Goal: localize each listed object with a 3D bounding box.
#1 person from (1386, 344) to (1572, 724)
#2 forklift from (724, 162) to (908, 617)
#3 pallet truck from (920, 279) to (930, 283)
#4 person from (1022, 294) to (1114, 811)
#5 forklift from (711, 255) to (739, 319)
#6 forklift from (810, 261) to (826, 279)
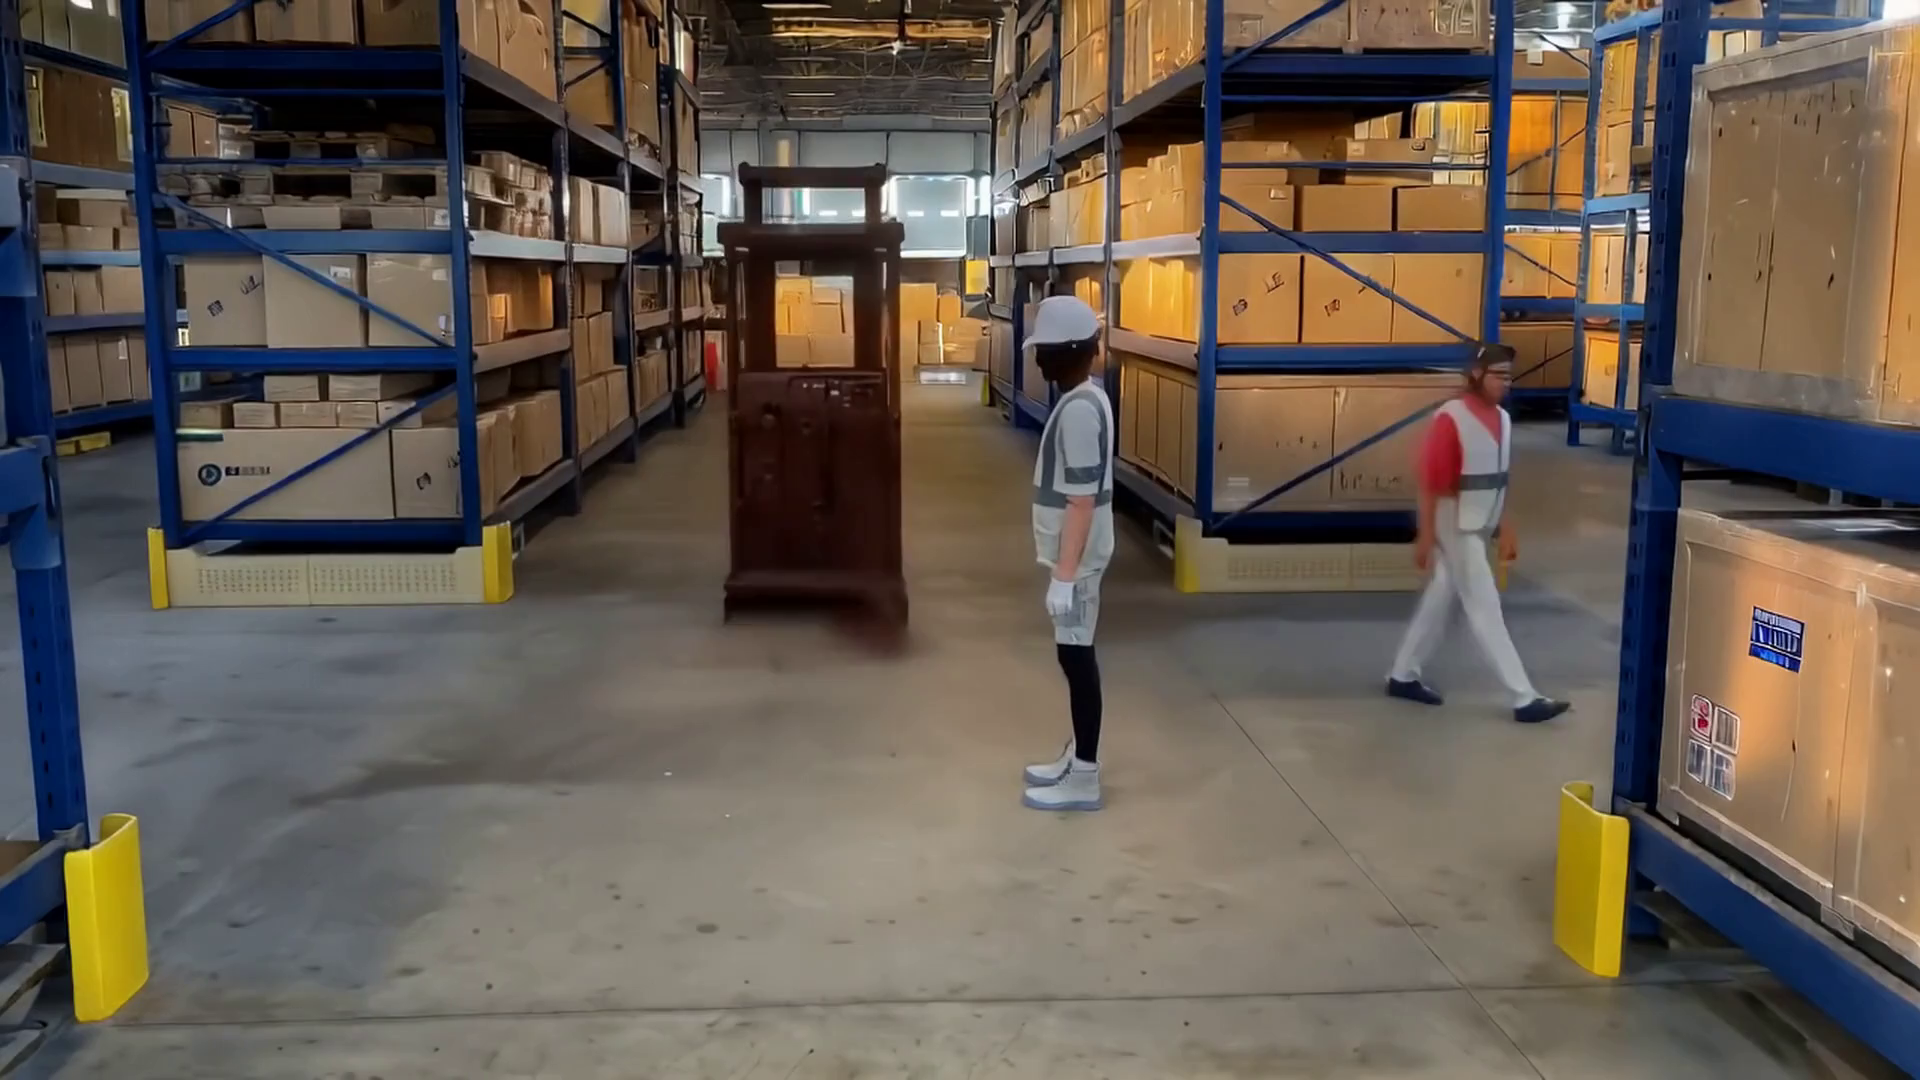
[{"bbox_3d":[2.498,-0.038,7.971,0.984,1.786,0.583,8,12,41],"label":"person"},{"bbox_3d":[-0.944,-1.039,10.857,1.129,2.768,1.873,-1,9,-4],"label":"forklift"},{"bbox_3d":[-0.932,-8.922,63.114,1.885,1.965,0.823,2,9,13],"label":"pallet truck"},{"bbox_3d":[0.427,0.053,6.618,0.371,2.044,0.608,1,9,5],"label":"person"},{"bbox_3d":[-8.400,-8.786,59.500,1.129,2.768,1.873,-1,9,-4],"label":"forklift"},{"bbox_3d":[-4.762,-8.277,56.301,1.873,2.768,1.129,-3,10,-21],"label":"forklift"}]
